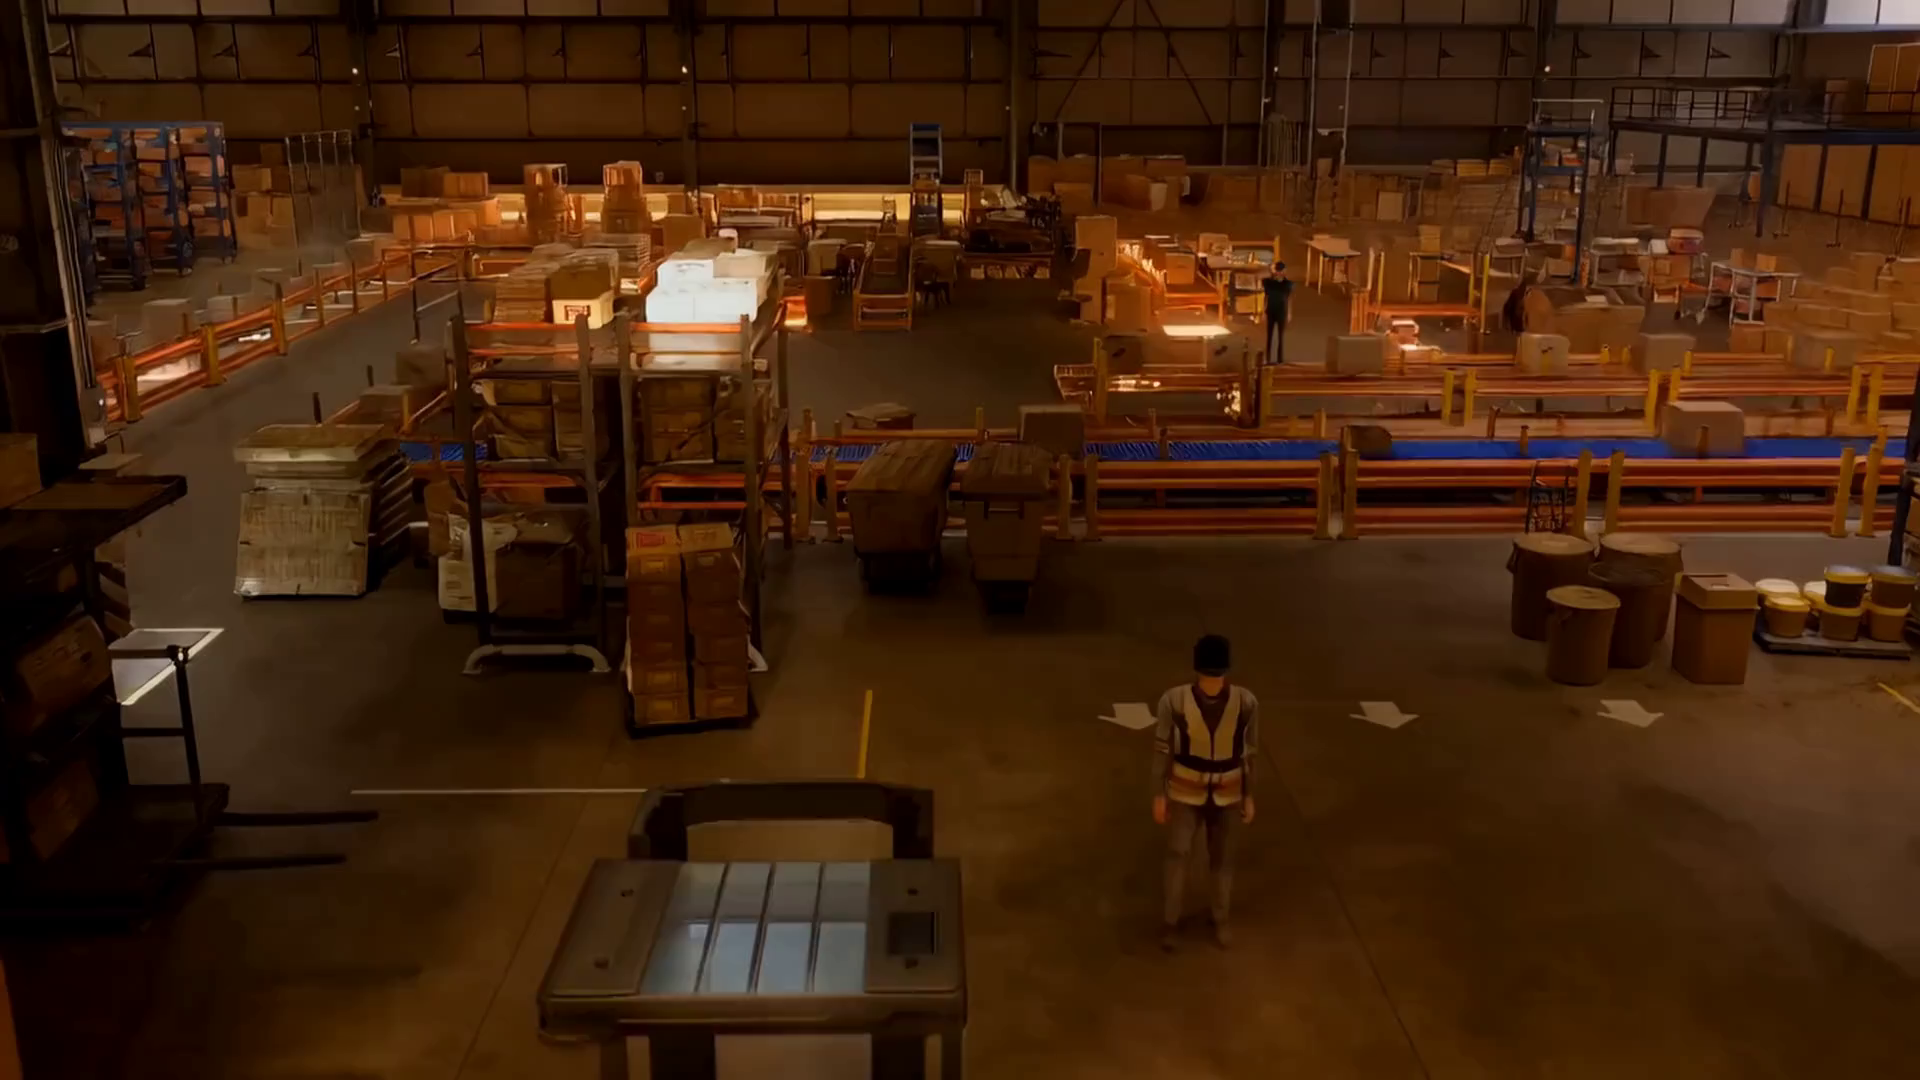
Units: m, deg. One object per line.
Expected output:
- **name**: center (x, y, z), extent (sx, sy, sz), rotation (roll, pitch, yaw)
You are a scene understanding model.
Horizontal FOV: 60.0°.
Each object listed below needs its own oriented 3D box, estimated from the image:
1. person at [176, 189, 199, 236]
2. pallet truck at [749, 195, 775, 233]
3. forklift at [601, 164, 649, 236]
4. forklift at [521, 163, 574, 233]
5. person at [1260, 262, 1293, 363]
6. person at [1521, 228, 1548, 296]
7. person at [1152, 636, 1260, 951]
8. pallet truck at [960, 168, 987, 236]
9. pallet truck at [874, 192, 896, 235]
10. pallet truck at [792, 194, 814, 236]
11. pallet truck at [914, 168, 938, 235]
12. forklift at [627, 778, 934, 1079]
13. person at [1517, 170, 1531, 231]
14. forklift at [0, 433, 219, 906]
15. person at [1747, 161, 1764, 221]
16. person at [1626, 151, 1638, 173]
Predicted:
- **person**: center (-21.488, -9.087, 46.281), extent (0.646, 1.979, 0.457), rotation (2, 16, 7)
- **pallet truck**: center (-6.051, -9.967, 50.660), extent (0.680, 1.201, 1.601), rotation (0, 16, -1)
- **forklift**: center (-9.948, -10.127, 49.296), extent (1.157, 1.987, 2.680), rotation (-1, 16, -3)
- **forklift**: center (-12.233, -10.122, 49.298), extent (1.157, 1.987, 2.680), rotation (0, 16, -1)
- **person**: center (5.298, -3.723, 27.826), extent (0.533, 1.864, 0.310), rotation (0, 16, -1)
- **person**: center (11.853, -5.546, 34.344), extent (0.533, 1.765, 0.331), rotation (0, 16, -1)
- **person**: center (1.424, 1.464, 9.652), extent (0.615, 1.943, 0.409), rotation (0, 16, -1)
- **pallet truck**: center (0.383, -10.230, 50.206), extent (0.823, 1.965, 1.885), rotation (-1, 16, -3)
- **pallet truck**: center (-2.277, -9.986, 50.594), extent (0.653, 1.274, 1.630), rotation (0, 16, -1)
- **pallet truck**: center (-4.814, -9.883, 50.259), extent (0.704, 1.261, 1.522), rotation (-1, 16, -3)
- **pallet truck**: center (-0.989, -10.316, 50.507), extent (0.823, 1.965, 1.885), rotation (1, 16, 3)
- **forklift**: center (-0.543, 2.165, 5.552), extent (1.129, 2.768, 1.873), rotation (0, 16, -1)
- **person**: center (17.370, -10.406, 51.019), extent (0.584, 1.882, 0.337), rotation (0, 16, -1)
- **forklift**: center (-5.952, 0.780, 10.366), extent (1.873, 2.768, 1.129), rotation (0, 16, -1)
- **person**: center (26.035, -11.370, 54.281), extent (0.551, 1.932, 0.378), rotation (0, 16, -1)
- **person**: center (24.457, -13.249, 60.826), extent (0.594, 1.924, 0.381), rotation (0, 16, -1)
